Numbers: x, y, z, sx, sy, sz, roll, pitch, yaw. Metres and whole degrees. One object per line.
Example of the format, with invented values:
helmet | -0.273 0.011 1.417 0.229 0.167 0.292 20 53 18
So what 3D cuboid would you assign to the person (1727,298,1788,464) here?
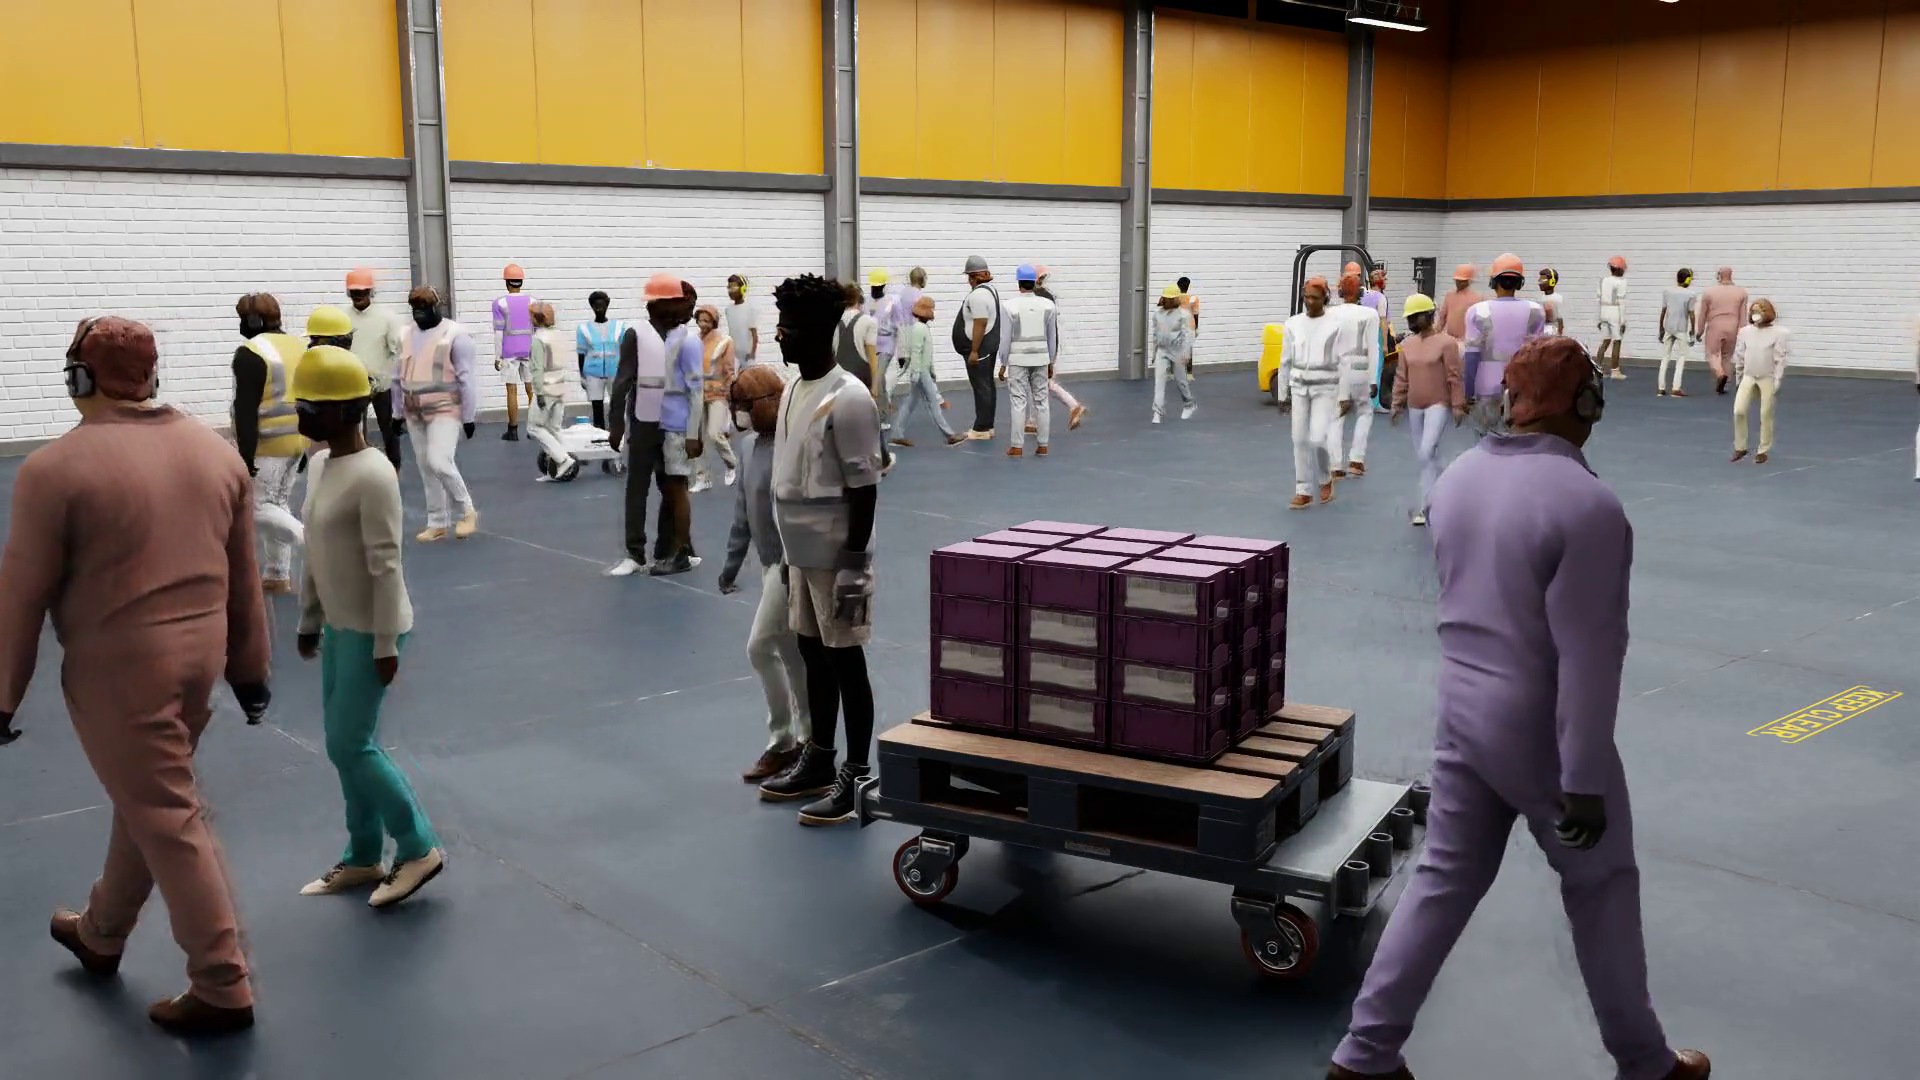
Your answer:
person | 7.737 -1.531 16.134 0.502 1.613 0.515 -8 13 -41

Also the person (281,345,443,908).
person | -1.894 0.277 5.176 0.342 1.763 0.560 -7 12 -37

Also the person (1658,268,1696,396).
person | 10.359 -2.995 24.034 0.344 1.854 0.537 -9 13 -42

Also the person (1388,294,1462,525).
person | 3.484 -0.983 12.575 0.671 1.727 0.547 -8 12 -38

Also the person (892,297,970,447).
person | -0.330 -1.762 17.582 0.867 1.582 0.508 0 10 2

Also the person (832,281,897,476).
person | -0.888 -1.413 14.941 0.530 1.793 0.950 4 11 23

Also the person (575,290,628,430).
person | -3.589 -1.671 16.747 0.550 1.683 0.475 -2 10 -14

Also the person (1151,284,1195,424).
person | 2.601 -2.286 20.339 0.522 1.698 0.846 5 11 28

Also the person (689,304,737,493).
person | -2.132 -1.206 14.214 0.544 1.623 0.412 5 11 25

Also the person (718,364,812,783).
person | -0.749 0.124 6.489 0.550 1.612 0.511 -5 11 -26

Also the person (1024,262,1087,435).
person | 1.019 -2.155 18.792 0.743 1.963 0.633 4 11 24

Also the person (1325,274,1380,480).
person | 3.545 -1.475 15.096 0.606 1.860 0.608 6 12 33

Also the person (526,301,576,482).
person | -3.643 -1.299 14.765 0.392 1.630 0.527 2 10 13

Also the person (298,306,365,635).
person | -3.230 -0.329 8.669 0.313 1.769 0.523 -5 11 -28

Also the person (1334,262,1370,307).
person | 5.562 -2.981 23.694 0.544 1.939 0.354 5 11 25

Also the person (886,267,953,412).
person | -0.616 -2.590 21.590 1.042 1.895 0.647 -5 11 -27

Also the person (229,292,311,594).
person | -3.993 -0.549 9.804 0.600 1.820 0.634 1 10 6

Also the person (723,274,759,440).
person | -2.381 -2.018 18.413 0.528 1.833 0.967 6 11 31

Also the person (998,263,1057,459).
person | 0.671 -1.781 16.633 0.604 1.949 0.389 -3 10 -18

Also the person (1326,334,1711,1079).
person | 1.311 0.451 3.904 0.967 1.859 0.677 -3 10 -19

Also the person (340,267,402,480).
person | -5.064 -1.375 14.314 0.627 1.945 1.052 -1 10 -5

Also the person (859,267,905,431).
person | -0.986 -2.152 18.946 0.677 1.890 0.687 8 13 41

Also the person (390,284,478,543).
person | -3.716 -0.880 11.734 0.639 1.830 0.436 5 11 25

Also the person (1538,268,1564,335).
person | 7.276 -2.422 20.622 0.330 1.872 0.512 -1 10 -9

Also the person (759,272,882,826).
person | -0.492 0.033 5.965 0.371 1.966 0.608 -5 11 -28

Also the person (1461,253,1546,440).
person | 4.135 -1.161 12.729 0.609 2.043 0.397 0 10 1

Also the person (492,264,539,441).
person | -4.872 -2.058 18.292 0.545 1.938 0.360 -7 12 -35

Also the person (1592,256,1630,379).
person | 10.760 -3.639 27.381 0.629 2.022 0.662 -3 10 -19

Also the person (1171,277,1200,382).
person | 3.609 -3.404 26.899 0.532 1.694 0.320 4 10 22

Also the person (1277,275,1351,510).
person | 2.792 -1.159 13.221 0.606 1.870 0.416 7 12 35

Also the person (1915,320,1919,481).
person | 8.975 -1.478 15.063 0.974 1.871 0.613 -8 12 -38

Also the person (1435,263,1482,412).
person | 6.476 -2.583 21.388 1.049 1.938 0.634 -3 10 -17

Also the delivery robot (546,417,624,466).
delivery robot | -3.439 -0.882 15.172 0.707 0.478 0.477 -5 11 -27

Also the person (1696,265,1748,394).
person | 11.129 -3.051 24.243 0.673 1.890 0.662 1 10 5

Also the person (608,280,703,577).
person | -1.984 -0.712 10.619 0.382 1.877 0.735 9 13 41

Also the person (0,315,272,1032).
person | -2.246 0.353 4.402 0.930 1.862 0.661 3 10 19

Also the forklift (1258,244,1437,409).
forklift | 5.256 -2.933 22.661 2.313 2.155 1.214 3 10 16

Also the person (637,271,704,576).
person | -1.863 -0.748 10.653 0.391 1.940 0.553 -8 13 -40

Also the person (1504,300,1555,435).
person | 5.648 -1.544 16.298 0.896 1.587 0.535 2 10 10

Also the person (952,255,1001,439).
person | 0.177 -2.137 18.449 0.536 2.000 0.683 2 10 14

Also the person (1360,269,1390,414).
person | 5.332 -2.550 21.448 0.388 1.843 0.565 -3 10 -16
